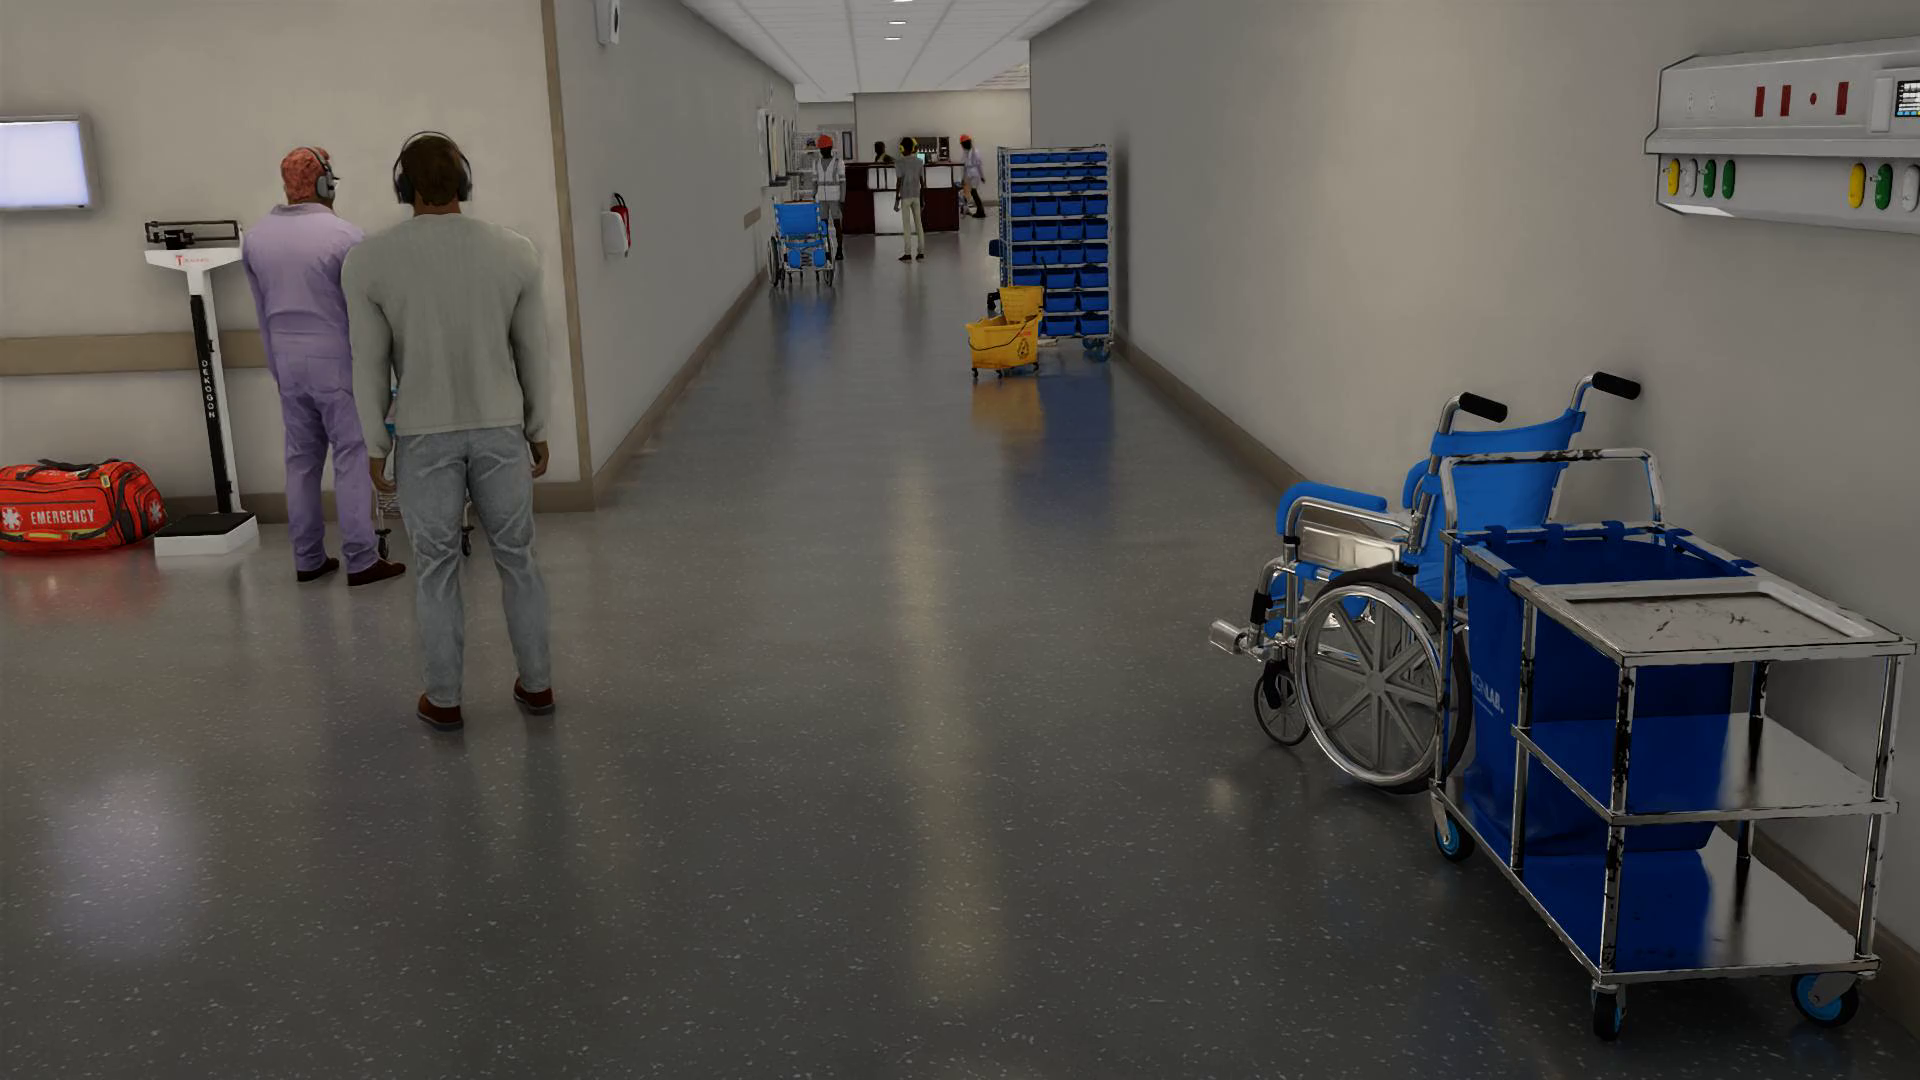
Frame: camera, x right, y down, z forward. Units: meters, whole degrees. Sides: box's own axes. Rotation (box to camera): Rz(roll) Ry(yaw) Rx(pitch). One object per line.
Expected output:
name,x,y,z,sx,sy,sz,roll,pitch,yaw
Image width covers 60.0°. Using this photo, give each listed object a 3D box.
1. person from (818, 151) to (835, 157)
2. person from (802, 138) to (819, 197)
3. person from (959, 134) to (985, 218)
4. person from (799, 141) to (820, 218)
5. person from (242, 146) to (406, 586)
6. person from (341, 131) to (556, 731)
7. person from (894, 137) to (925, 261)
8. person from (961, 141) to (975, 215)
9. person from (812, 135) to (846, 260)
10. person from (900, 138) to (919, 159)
person,-3.515,-9.710,44.254,0.347,1.878,0.576,9,17,38
person,-4.190,-10.651,48.147,0.634,1.901,0.963,7,16,31
person,0.294,-8.316,38.045,0.592,1.884,0.583,-10,16,-31
person,-3.330,-7.948,37.038,0.526,1.854,0.438,-7,15,-20
person,-2.759,-0.752,7.301,0.644,1.900,0.399,4,15,21
person,-1.630,-0.340,5.422,0.624,1.930,0.380,-8,15,-24
person,-0.779,-5.221,25.508,0.515,1.865,0.329,-9,15,-28
person,0.207,-8.609,39.566,0.362,1.742,0.564,-5,14,-14
person,-2.059,-5.350,26.035,0.551,1.933,0.373,3,15,20
person,-1.120,-8.622,39.581,0.600,1.833,0.404,-12,17,-36
